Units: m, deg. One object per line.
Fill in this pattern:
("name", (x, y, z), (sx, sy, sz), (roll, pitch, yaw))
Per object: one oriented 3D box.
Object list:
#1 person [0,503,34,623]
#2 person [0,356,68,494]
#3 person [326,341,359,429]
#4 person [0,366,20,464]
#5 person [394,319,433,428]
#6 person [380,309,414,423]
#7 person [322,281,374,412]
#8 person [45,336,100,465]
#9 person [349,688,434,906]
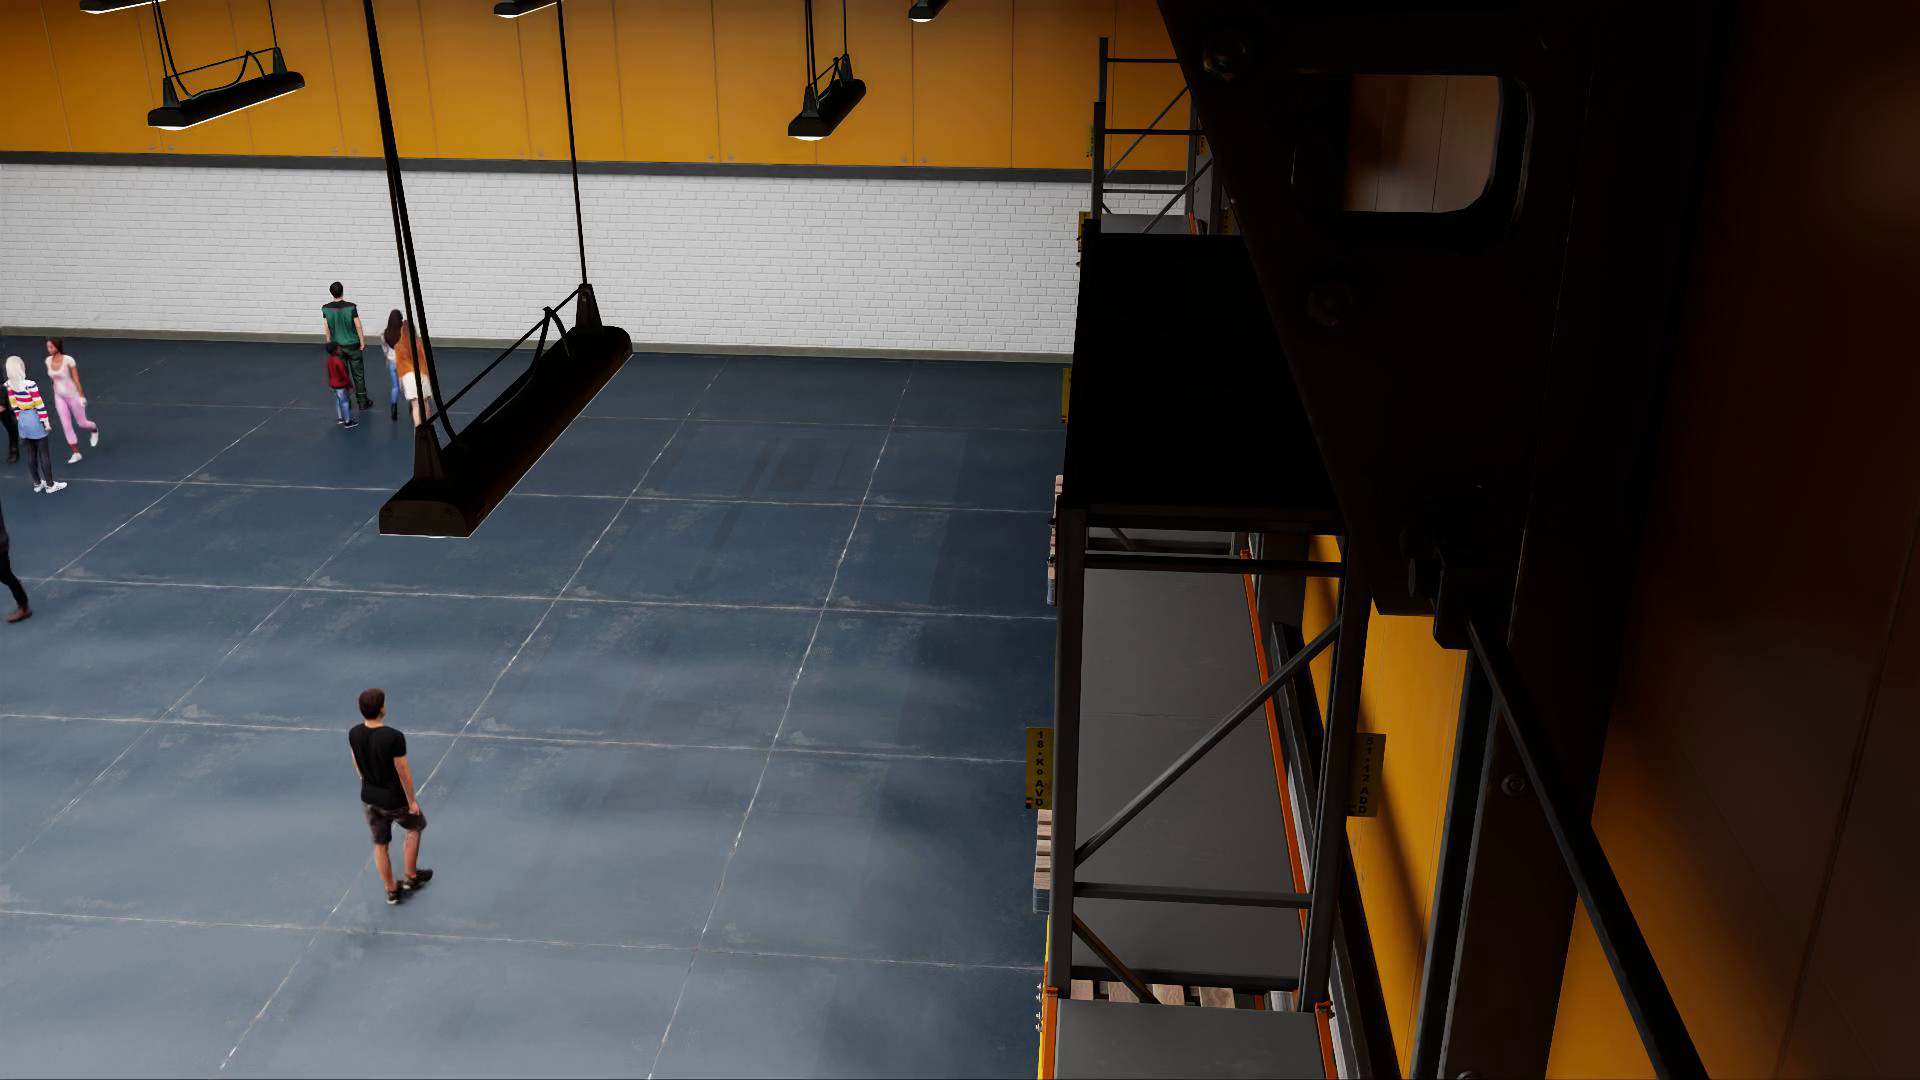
("person", (-10.210, 0.042, 17.648), (0.992, 1.811, 1.119), (15, 28, 31))
("person", (-11.808, -1.483, 21.142), (0.702, 1.808, 0.610), (8, 25, 17))
("person", (-8.755, -2.176, 23.421), (0.637, 1.250, 0.691), (19, 30, 36))
("person", (-12.799, -1.870, 22.096), (0.639, 1.751, 0.878), (0, 24, -1))
("person", (-7.458, -2.122, 22.797), (0.995, 1.652, 1.236), (-7, 25, -15))
("person", (-7.958, -2.433, 23.566), (0.709, 1.606, 1.017), (-2, 24, -4))
("person", (-8.888, -2.812, 24.065), (0.722, 1.901, 0.649), (-3, 24, -7))
("person", (-11.868, -1.907, 22.219), (0.598, 1.721, 0.944), (4, 24, 9))
("person", (-4.541, 2.046, 13.012), (0.748, 1.852, 0.728), (5, 24, 12))
